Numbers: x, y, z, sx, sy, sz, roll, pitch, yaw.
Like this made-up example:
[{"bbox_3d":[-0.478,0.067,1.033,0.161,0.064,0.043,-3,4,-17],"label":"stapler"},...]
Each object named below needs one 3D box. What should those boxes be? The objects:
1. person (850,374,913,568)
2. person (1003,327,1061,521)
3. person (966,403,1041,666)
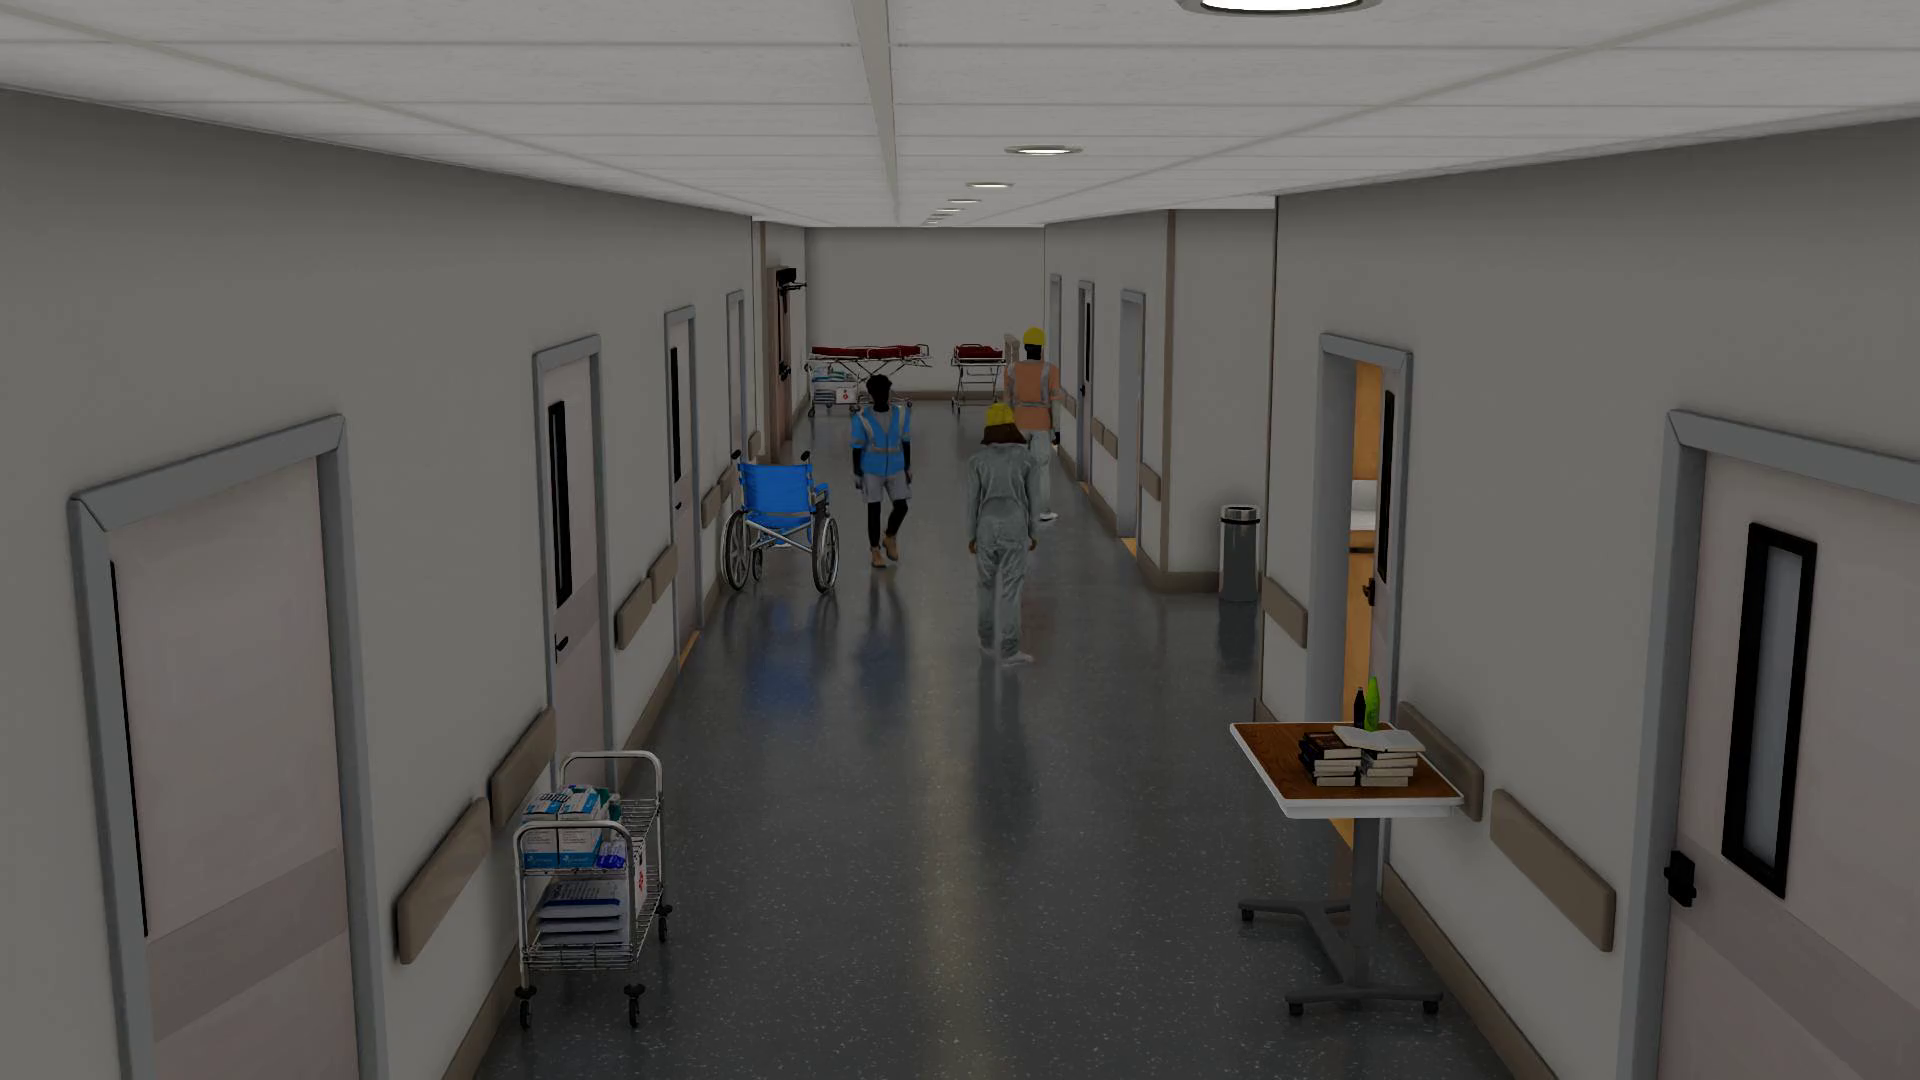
[{"bbox_3d":[-0.670,-0.586,14.134,0.554,1.671,0.411,-4,11,-19],"label":"person"},{"bbox_3d":[0.725,-1.148,16.568,0.586,1.928,0.369,3,11,18],"label":"person"},{"bbox_3d":[0.286,-0.045,11.054,0.494,1.706,0.606,2,10,10],"label":"person"}]
